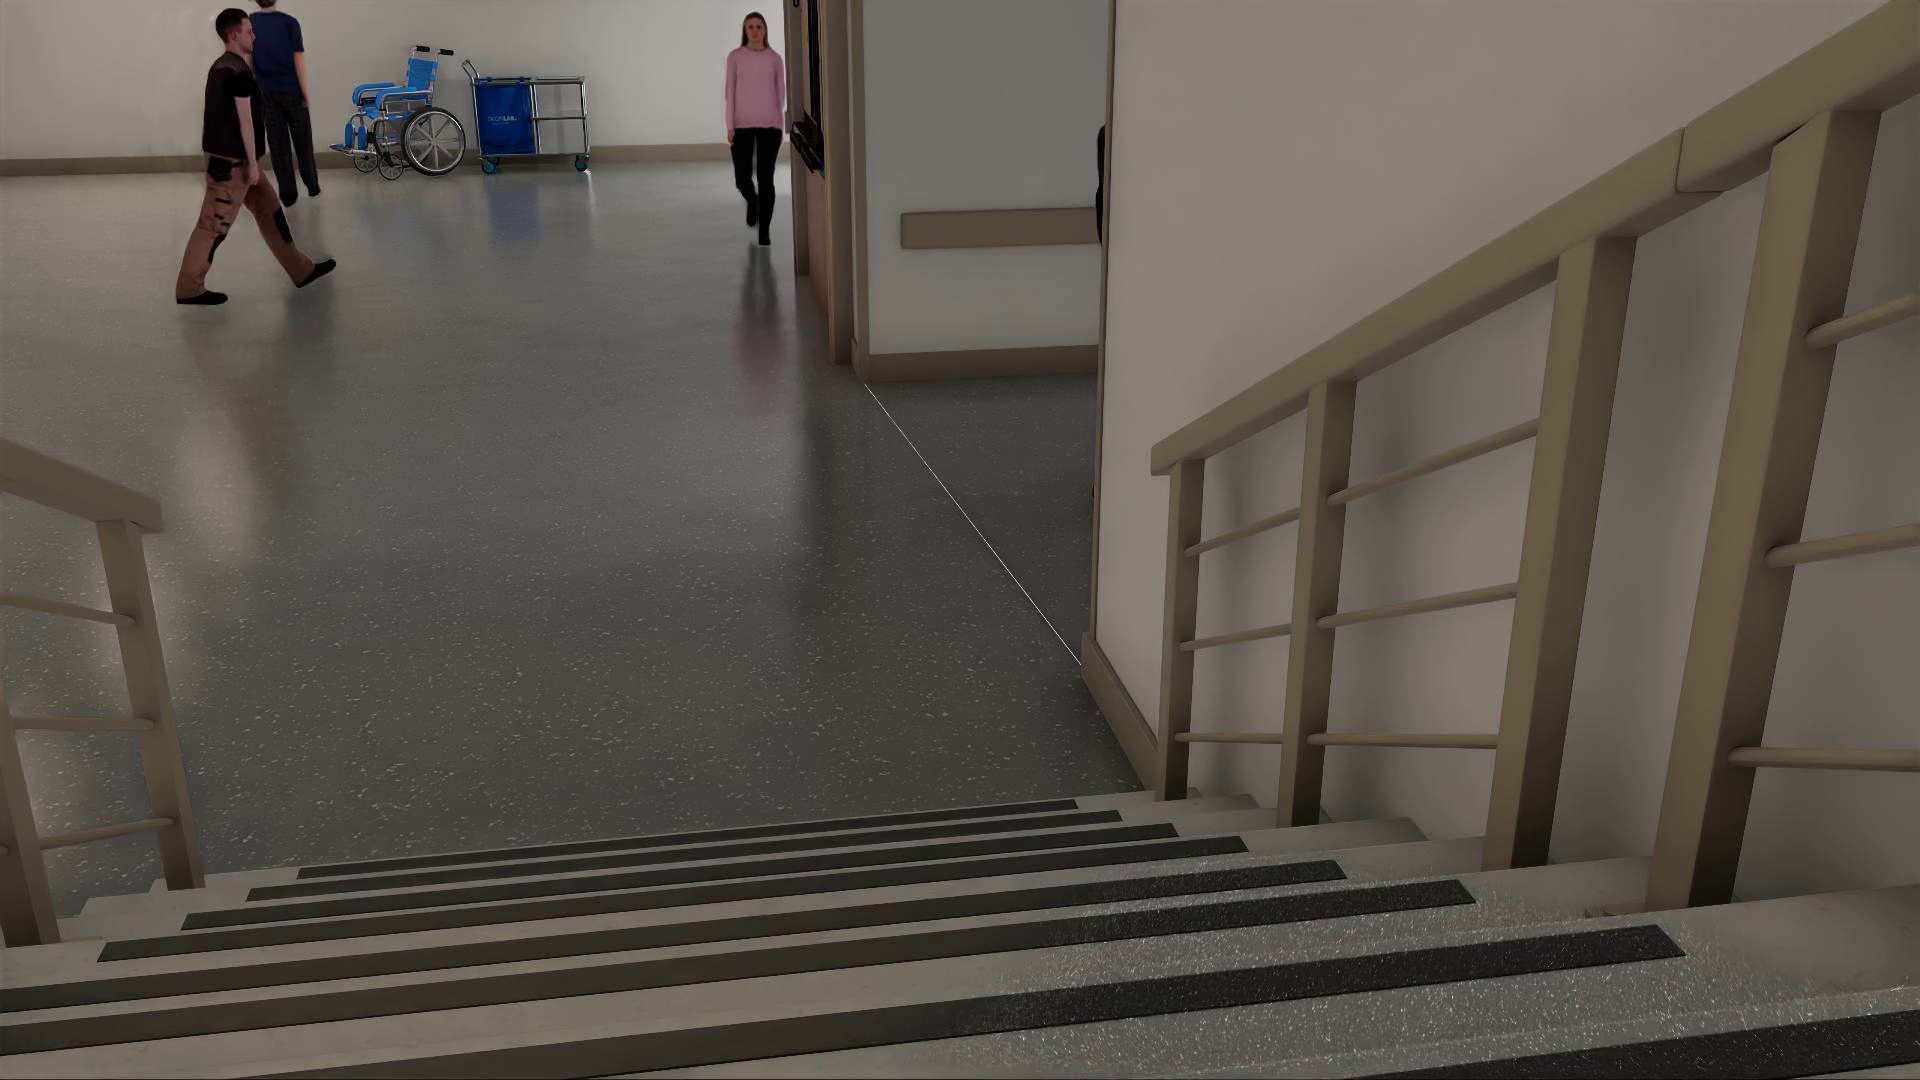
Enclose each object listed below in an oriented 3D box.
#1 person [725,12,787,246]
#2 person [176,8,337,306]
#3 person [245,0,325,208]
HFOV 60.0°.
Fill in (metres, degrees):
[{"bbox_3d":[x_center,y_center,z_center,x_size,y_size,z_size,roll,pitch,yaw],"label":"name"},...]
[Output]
[{"bbox_3d":[-1.536,-3.086,12.491,0.653,1.674,0.961,-2,21,-5],"label":"person"},{"bbox_3d":[-4.605,-2.319,10.342,1.068,1.762,1.283,-12,24,-30],"label":"person"},{"bbox_3d":[-5.686,-3.706,13.883,0.688,1.847,0.951,-4,21,-11],"label":"person"}]
